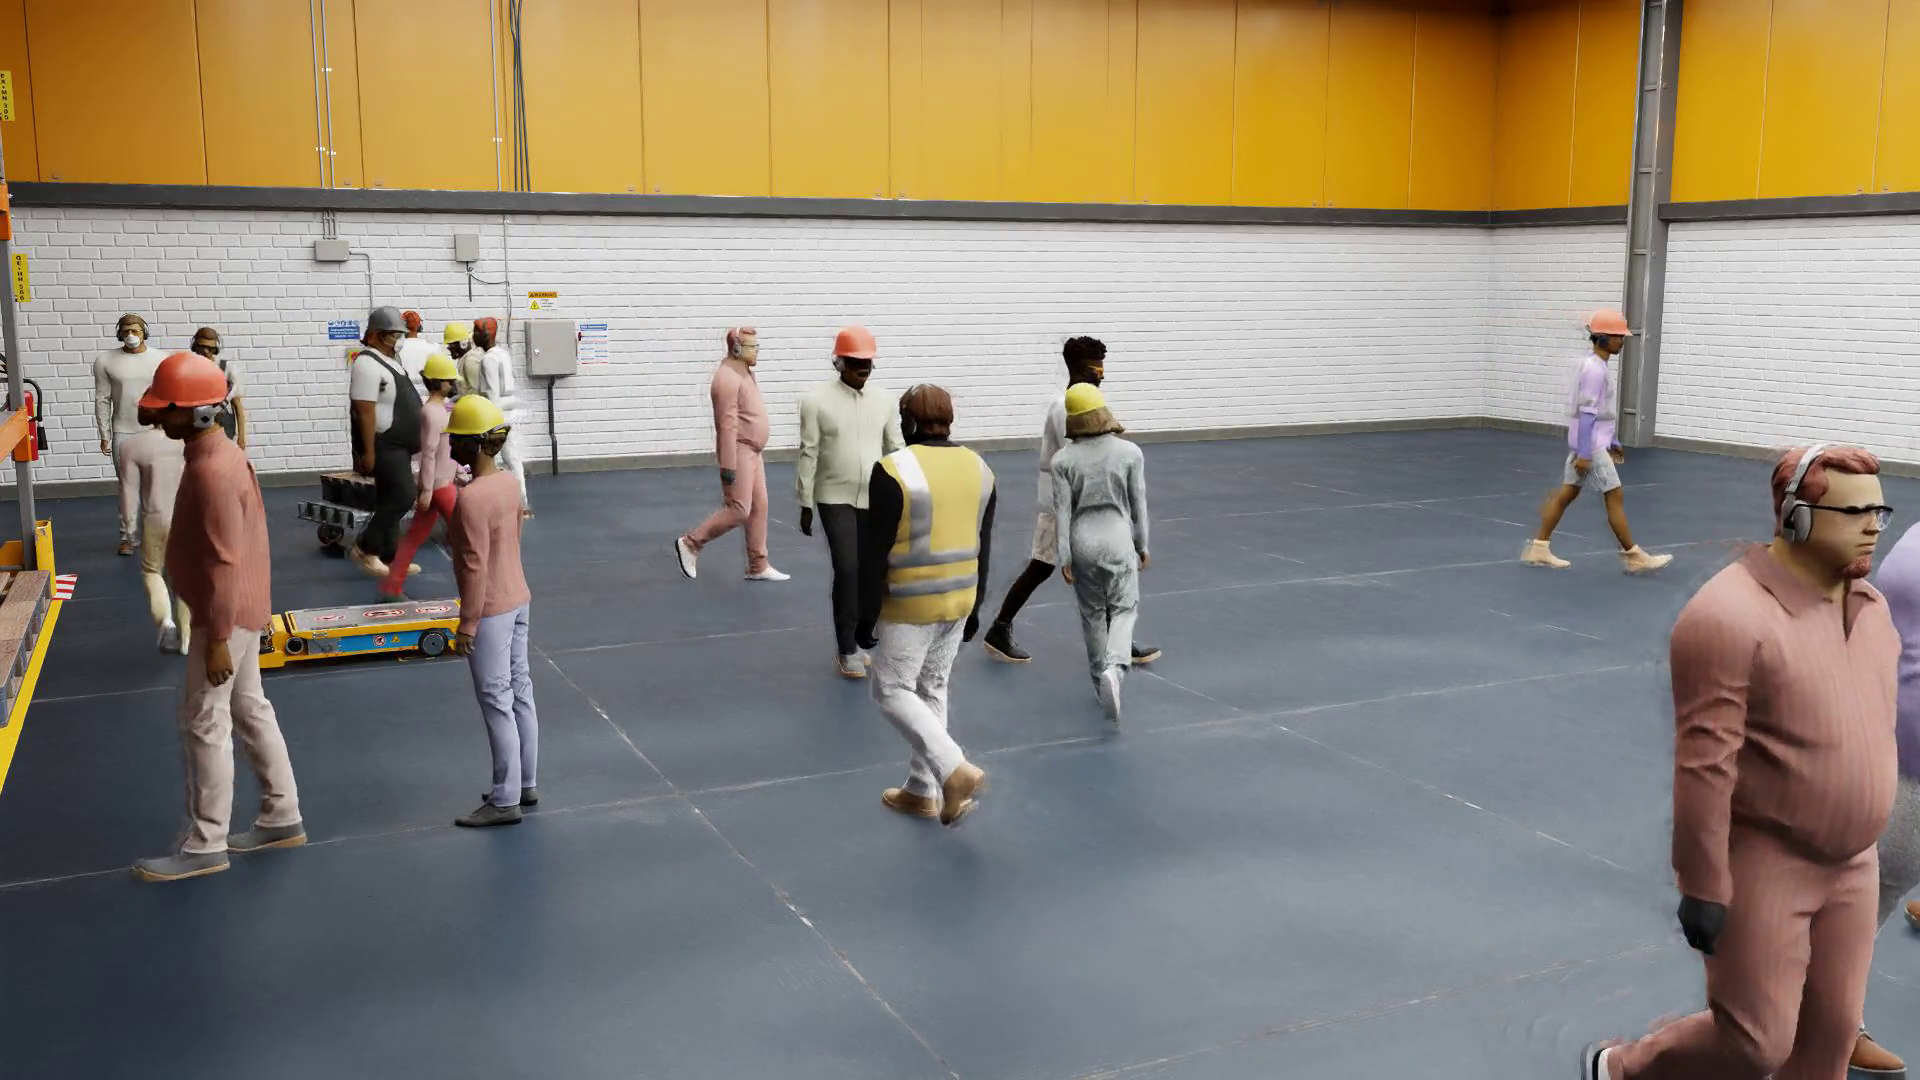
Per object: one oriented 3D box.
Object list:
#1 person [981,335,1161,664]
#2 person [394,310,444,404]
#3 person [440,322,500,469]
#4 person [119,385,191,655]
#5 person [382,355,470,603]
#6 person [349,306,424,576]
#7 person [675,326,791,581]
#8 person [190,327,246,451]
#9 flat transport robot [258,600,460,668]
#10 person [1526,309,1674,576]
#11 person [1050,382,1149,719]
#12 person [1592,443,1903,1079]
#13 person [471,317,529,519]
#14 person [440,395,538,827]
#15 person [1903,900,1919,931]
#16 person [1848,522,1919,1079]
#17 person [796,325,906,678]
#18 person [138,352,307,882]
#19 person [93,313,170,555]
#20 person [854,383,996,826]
[{"bbox_3d":[0.613,-0.220,9.549,1.025,1.921,0.627,3,10,17],"label":"person"},{"bbox_3d":[-5.439,-1.343,16.611,0.572,1.883,0.356,-4,10,-23],"label":"person"},{"bbox_3d":[-4.529,-1.142,15.626,0.618,1.797,0.627,-3,10,-18],"label":"person"},{"bbox_3d":[-4.603,-0.099,9.711,0.507,1.620,0.431,-6,11,-33],"label":"person"},{"bbox_3d":[-3.475,-0.383,11.173,0.936,1.712,0.522,-3,10,-16],"label":"person"},{"bbox_3d":[-4.216,-0.733,12.333,0.539,2.000,0.680,-1,9,-8],"label":"person"},{"bbox_3d":[-1.656,-0.610,12.072,0.736,1.887,0.650,1,9,5],"label":"person"},{"bbox_3d":[-6.246,-0.837,13.692,0.560,1.803,0.844,1,9,3],"label":"person"},{"bbox_3d":[-3.517,0.539,9.916,1.431,0.197,0.652,-4,10,-25],"label":"flat transport robot"},{"bbox_3d":[4.794,-0.726,12.446,1.050,1.985,0.630,3,10,18],"label":"person"},{"bbox_3d":[0.708,0.053,8.463,0.507,1.706,0.698,1,9,7],"label":"person"},{"bbox_3d":[1.856,0.712,3.811,0.659,1.893,0.617,-5,10,-26],"label":"person"},{"bbox_3d":[-4.349,-1.091,15.153,0.847,1.851,0.591,1,9,3],"label":"person"},{"bbox_3d":[-1.939,0.291,6.827,0.320,1.769,0.523,1,9,6],"label":"person"},{"bbox_3d":[3.520,0.445,5.433,0.666,1.902,0.827,-6,11,-31],"label":"person"},{"bbox_3d":[2.705,0.623,4.375,0.639,1.889,0.994,-4,10,-23],"label":"person"},{"bbox_3d":[-0.553,-0.213,9.345,0.627,1.965,0.763,-5,11,-30],"label":"person"},{"bbox_3d":[-2.845,0.285,6.292,0.565,1.973,0.627,-3,10,-19],"label":"person"},{"bbox_3d":[-6.594,-0.851,13.382,0.630,1.940,0.372,-4,10,-25],"label":"person"},{"bbox_3d":[-0.106,0.279,6.742,0.635,1.821,0.581,-9,13,-44],"label":"person"}]
